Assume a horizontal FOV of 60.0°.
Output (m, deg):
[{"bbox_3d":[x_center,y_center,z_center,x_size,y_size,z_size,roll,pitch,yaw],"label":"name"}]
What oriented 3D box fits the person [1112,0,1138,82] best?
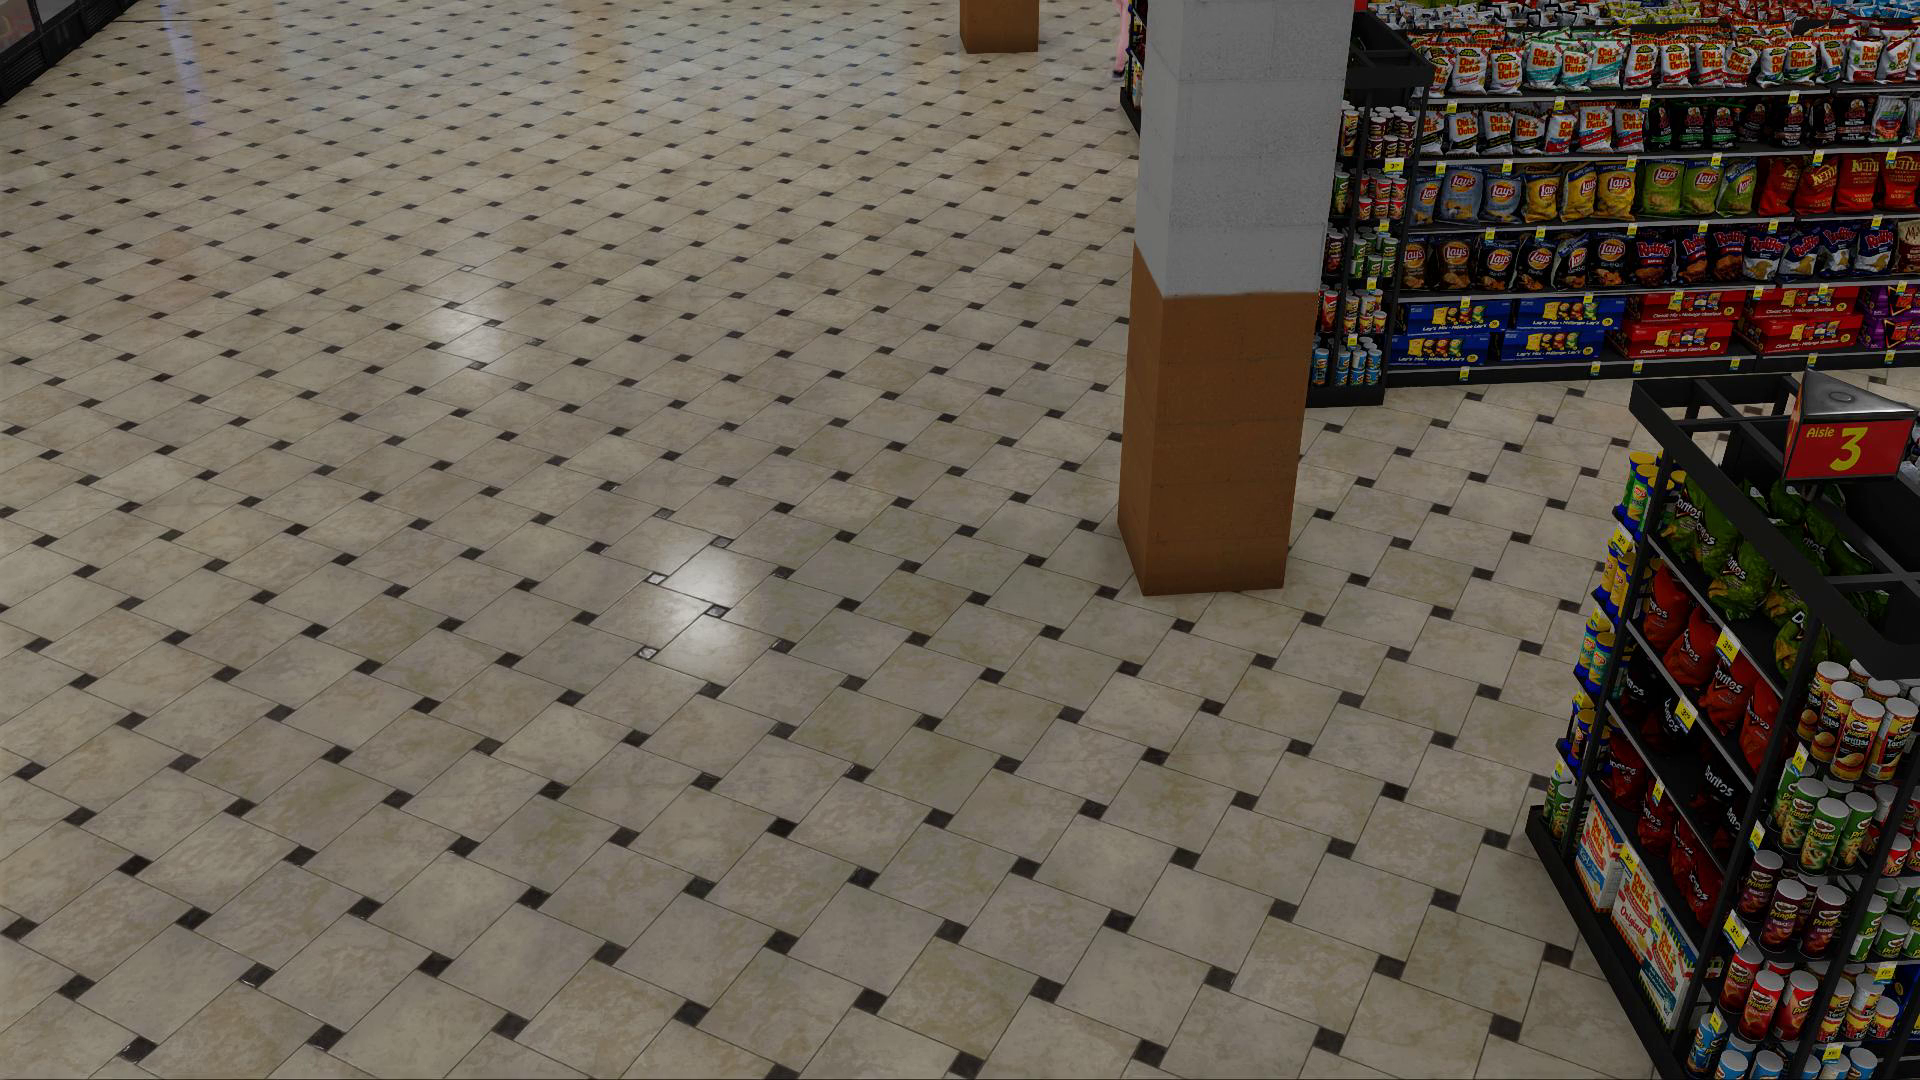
[{"bbox_3d":[1.443,-4.876,14.846,0.752,1.550,0.674,-20,37,-29],"label":"person"}]
